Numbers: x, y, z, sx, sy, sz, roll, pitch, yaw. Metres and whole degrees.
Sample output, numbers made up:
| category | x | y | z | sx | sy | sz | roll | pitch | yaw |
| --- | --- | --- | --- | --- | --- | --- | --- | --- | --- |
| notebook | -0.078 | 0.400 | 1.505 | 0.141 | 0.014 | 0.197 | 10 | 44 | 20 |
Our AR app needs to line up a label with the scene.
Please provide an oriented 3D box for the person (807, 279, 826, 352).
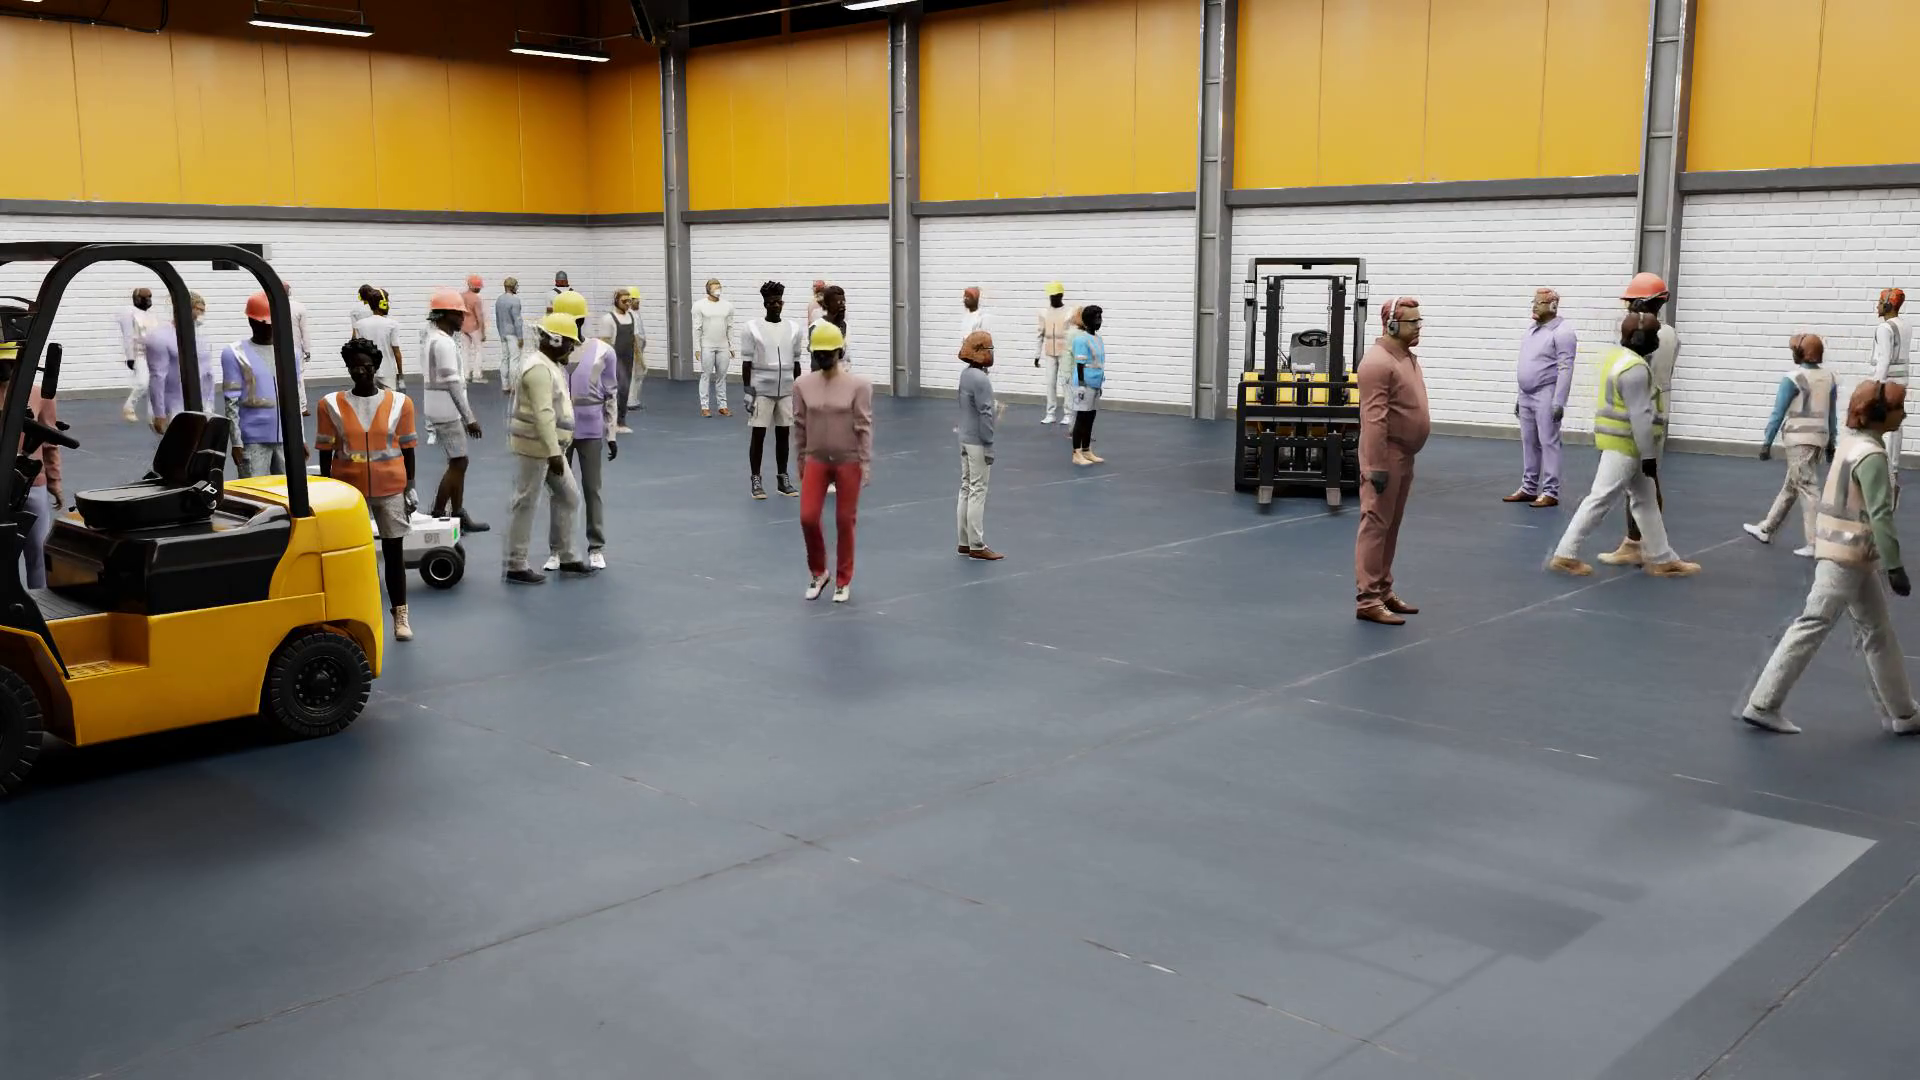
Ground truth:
| category | x | y | z | sx | sy | sz | roll | pitch | yaw |
| --- | --- | --- | --- | --- | --- | --- | --- | --- | --- |
| person | -2.198 | -3.135 | 26.154 | 0.401 | 1.904 | 0.646 | 6 | 11 | 32 |

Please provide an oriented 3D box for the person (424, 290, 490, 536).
| category | x | y | z | sx | sy | sz | roll | pitch | yaw |
| --- | --- | --- | --- | --- | --- | --- | --- | --- | --- |
| person | -3.932 | -0.970 | 12.914 | 0.496 | 1.903 | 0.572 | -4 | 10 | -23 |

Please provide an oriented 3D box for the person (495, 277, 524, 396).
| category | x | y | z | sx | sy | sz | roll | pitch | yaw |
| --- | --- | --- | --- | --- | --- | --- | --- | --- | --- |
| person | -7.343 | -3.327 | 27.228 | 0.638 | 1.936 | 0.356 | 9 | 13 | 43 |

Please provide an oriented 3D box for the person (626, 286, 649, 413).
| category | x | y | z | sx | sy | sz | roll | pitch | yaw |
| --- | --- | --- | --- | --- | --- | --- | --- | --- | --- |
| person | -4.742 | -2.756 | 24.057 | 0.404 | 1.828 | 0.605 | 2 | 10 | 14 |

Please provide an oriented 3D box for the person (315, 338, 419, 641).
| category | x | y | z | sx | sy | sz | roll | pitch | yaw |
| --- | --- | --- | --- | --- | --- | --- | --- | --- | --- |
| person | -3.269 | -0.267 | 9.205 | 0.541 | 1.696 | 0.316 | -3 | 10 | -20 |

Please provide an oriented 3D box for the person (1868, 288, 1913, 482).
| category | x | y | z | sx | sy | sz | roll | pitch | yaw |
| --- | --- | --- | --- | --- | --- | --- | --- | --- | --- |
| person | 8.946 | -1.478 | 16.059 | 0.576 | 1.882 | 0.362 | -8 | 12 | -39 |

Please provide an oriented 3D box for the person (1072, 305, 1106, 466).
| category | x | y | z | sx | sy | sz | roll | pitch | yaw |
| --- | --- | --- | --- | --- | --- | --- | --- | --- | --- |
| person | 1.365 | -1.631 | 17.563 | 0.317 | 1.696 | 0.540 | 5 | 10 | 27 |

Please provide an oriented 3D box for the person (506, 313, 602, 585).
| category | x | y | z | sx | sy | sz | roll | pitch | yaw |
| --- | --- | --- | --- | --- | --- | --- | --- | --- | --- |
| person | -2.680 | -0.595 | 10.932 | 0.685 | 1.786 | 0.695 | 0 | 9 | -1 |

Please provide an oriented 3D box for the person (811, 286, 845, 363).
| category | x | y | z | sx | sy | sz | roll | pitch | yaw |
| --- | --- | --- | --- | --- | --- | --- | --- | --- | --- |
| person | -1.800 | -2.440 | 22.130 | 0.608 | 1.852 | 0.432 | 2 | 10 | 14 |

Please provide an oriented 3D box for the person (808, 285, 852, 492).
| category | x | y | z | sx | sy | sz | roll | pitch | yaw |
| --- | --- | --- | --- | --- | --- | --- | --- | --- | --- |
| person | -1.204 | -1.412 | 15.547 | 0.374 | 1.917 | 0.596 | 5 | 10 | 27 |

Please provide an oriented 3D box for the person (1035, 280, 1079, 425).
| category | x | y | z | sx | sy | sz | roll | pitch | yaw |
| --- | --- | --- | --- | --- | --- | --- | --- | --- | --- |
| person | 1.308 | -2.505 | 22.239 | 0.605 | 1.919 | 0.393 | 5 | 11 | 29 |

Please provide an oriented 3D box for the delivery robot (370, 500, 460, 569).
| category | x | y | z | sx | sy | sz | roll | pitch | yaw |
| --- | --- | --- | --- | --- | --- | --- | --- | --- | --- |
| delivery robot | -3.637 | -0.017 | 10.873 | 0.707 | 0.478 | 0.477 | -3 | 10 | -16 |

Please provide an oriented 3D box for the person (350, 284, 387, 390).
| category | x | y | z | sx | sy | sz | roll | pitch | yaw |
| --- | --- | --- | --- | --- | --- | --- | --- | --- | --- |
| person | -8.054 | -2.556 | 22.732 | 0.520 | 1.865 | 0.332 | -5 | 10 | -28 |

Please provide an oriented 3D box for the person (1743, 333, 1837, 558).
| category | x | y | z | sx | sy | sz | roll | pitch | yaw |
| --- | --- | --- | --- | --- | --- | --- | --- | --- | --- |
| person | 6.036 | -0.697 | 12.099 | 0.545 | 1.595 | 0.822 | -5 | 10 | -27 |

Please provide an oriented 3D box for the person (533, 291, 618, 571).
| category | x | y | z | sx | sy | sz | roll | pitch | yaw |
| --- | --- | --- | --- | --- | --- | --- | --- | --- | --- |
| person | -2.646 | -0.743 | 11.437 | 0.585 | 1.920 | 0.382 | -1 | 9 | -4 |

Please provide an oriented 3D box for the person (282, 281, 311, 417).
| category | x | y | z | sx | sy | sz | roll | pitch | yaw |
| --- | --- | --- | --- | --- | --- | --- | --- | --- | --- |
| person | -9.426 | -2.666 | 23.275 | 0.655 | 1.904 | 0.407 | -2 | 10 | -13 |

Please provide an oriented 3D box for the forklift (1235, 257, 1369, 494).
| category | x | y | z | sx | sy | sz | roll | pitch | yaw |
| --- | --- | --- | --- | --- | --- | --- | --- | --- | --- |
| forklift | 3.309 | -1.629 | 16.029 | 1.214 | 2.155 | 2.313 | 2 | 9 | 11 |

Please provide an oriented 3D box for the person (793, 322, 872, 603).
| category | x | y | z | sx | sy | sz | roll | pitch | yaw |
| --- | --- | --- | --- | --- | --- | --- | --- | --- | --- |
| person | -0.785 | -0.471 | 10.296 | 0.521 | 1.746 | 0.405 | 1 | 9 | 7 |

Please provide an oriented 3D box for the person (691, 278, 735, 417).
| category | x | y | z | sx | sy | sz | roll | pitch | yaw |
| --- | --- | --- | --- | --- | --- | --- | --- | --- | --- |
| person | -3.440 | -2.687 | 23.298 | 0.634 | 1.939 | 0.367 | -6 | 11 | -32 |

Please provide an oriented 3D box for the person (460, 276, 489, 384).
| category | x | y | z | sx | sy | sz | roll | pitch | yaw |
| --- | --- | --- | --- | --- | --- | --- | --- | --- | --- |
| person | -8.815 | -3.773 | 29.990 | 0.659 | 1.962 | 0.377 | 5 | 11 | 30 |

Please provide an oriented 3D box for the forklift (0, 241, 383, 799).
| category | x | y | z | sx | sy | sz | roll | pitch | yaw |
| --- | --- | --- | --- | --- | --- | --- | --- | --- | --- |
| forklift | -3.706 | -0.171 | 7.093 | 1.214 | 2.155 | 2.313 | 9 | 13 | 43 |

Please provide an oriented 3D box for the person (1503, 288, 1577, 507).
| category | x | y | z | sx | sy | sz | roll | pitch | yaw |
| --- | --- | --- | --- | --- | --- | --- | --- | --- | --- |
| person | 5.069 | -1.241 | 14.541 | 0.404 | 1.907 | 0.667 | -3 | 10 | -16 |

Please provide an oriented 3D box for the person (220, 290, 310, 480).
| category | x | y | z | sx | sy | sz | roll | pitch | yaw |
| --- | --- | --- | --- | --- | --- | --- | --- | --- | --- |
| person | -4.596 | -0.688 | 11.077 | 0.373 | 1.928 | 0.543 | 7 | 12 | 38 |

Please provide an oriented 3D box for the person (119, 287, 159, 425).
| category | x | y | z | sx | sy | sz | roll | pitch | yaw |
| --- | --- | --- | --- | --- | --- | --- | --- | --- | --- |
| person | -10.778 | -2.417 | 21.968 | 0.489 | 1.831 | 0.652 | 2 | 9 | 11 |

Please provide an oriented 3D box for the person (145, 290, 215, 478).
| category | x | y | z | sx | sy | sz | roll | pitch | yaw |
| --- | --- | --- | --- | --- | --- | --- | --- | --- | --- |
| person | -6.196 | -1.024 | 13.214 | 0.626 | 1.904 | 0.643 | 4 | 10 | 22 |

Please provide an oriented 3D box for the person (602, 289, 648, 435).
| category | x | y | z | sx | sy | sz | roll | pitch | yaw |
| --- | --- | --- | --- | --- | --- | --- | --- | --- | --- |
| person | -4.162 | -2.207 | 20.721 | 0.607 | 1.826 | 0.536 | 6 | 11 | 33 |

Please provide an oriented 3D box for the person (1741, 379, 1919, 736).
| category | x | y | z | sx | sy | sz | roll | pitch | yaw |
| --- | --- | --- | --- | --- | --- | --- | --- | --- | --- |
| person | 3.933 | 0.093 | 7.318 | 0.873 | 1.594 | 0.517 | 4 | 10 | 22 |

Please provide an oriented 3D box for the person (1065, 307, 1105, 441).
| category | x | y | z | sx | sy | sz | roll | pitch | yaw |
| --- | --- | --- | --- | --- | --- | --- | --- | --- | --- |
| person | 1.552 | -2.002 | 20.083 | 0.658 | 1.606 | 0.522 | 9 | 13 | 44 |

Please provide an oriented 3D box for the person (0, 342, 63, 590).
| category | x | y | z | sx | sy | sz | roll | pitch | yaw |
| --- | --- | --- | --- | --- | --- | --- | --- | --- | --- |
| person | -5.196 | -0.284 | 9.111 | 0.522 | 1.763 | 0.319 | -8 | 12 | -39 |

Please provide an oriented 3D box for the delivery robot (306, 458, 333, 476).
| category | x | y | z | sx | sy | sz | roll | pitch | yaw |
| --- | --- | --- | --- | --- | --- | --- | --- | --- | --- |
| delivery robot | -5.221 | -0.555 | 14.171 | 0.477 | 0.478 | 0.707 | 4 | 10 | 24 |

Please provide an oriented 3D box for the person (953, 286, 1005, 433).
| category | x | y | z | sx | sy | sz | roll | pitch | yaw |
| --- | --- | --- | --- | --- | --- | --- | --- | --- | --- |
| person | 0.243 | -2.282 | 21.057 | 0.685 | 1.865 | 0.574 | -5 | 10 | -27 |

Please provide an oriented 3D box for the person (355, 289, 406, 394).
| category | x | y | z | sx | sy | sz | roll | pitch | yaw |
| --- | --- | --- | --- | --- | --- | --- | --- | --- | --- |
| person | -6.054 | -1.686 | 17.397 | 0.521 | 1.864 | 0.335 | 1 | 9 | 9 |

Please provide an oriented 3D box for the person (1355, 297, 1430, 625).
| category | x | y | z | sx | sy | sz | roll | pitch | yaw |
| --- | --- | --- | --- | --- | --- | --- | --- | --- | --- |
| person | 2.560 | -0.471 | 9.810 | 0.401 | 1.910 | 0.641 | 6 | 11 | 30 |

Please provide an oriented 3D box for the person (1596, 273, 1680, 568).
| category | x | y | z | sx | sy | sz | roll | pitch | yaw |
| --- | --- | --- | --- | --- | --- | --- | --- | --- | --- |
| person | 4.736 | -0.818 | 11.577 | 0.611 | 2.051 | 0.438 | -8 | 12 | -41 |

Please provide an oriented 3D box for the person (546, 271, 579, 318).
| category | x | y | z | sx | sy | sz | roll | pitch | yaw |
| --- | --- | --- | --- | --- | --- | --- | --- | --- | --- |
| person | -7.617 | -4.133 | 31.854 | 0.682 | 2.000 | 0.537 | -6 | 11 | -31 |

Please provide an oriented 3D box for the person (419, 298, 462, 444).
| category | x | y | z | sx | sy | sz | roll | pitch | yaw |
| --- | --- | --- | --- | --- | --- | --- | --- | --- | --- |
| person | -6.143 | -2.006 | 19.719 | 0.484 | 1.744 | 0.296 | -4 | 10 | -25 |

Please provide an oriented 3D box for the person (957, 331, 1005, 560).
| category | x | y | z | sx | sy | sz | roll | pitch | yaw |
| --- | --- | --- | --- | --- | --- | --- | --- | --- | --- |
| person | 0.133 | -0.673 | 11.888 | 0.280 | 1.633 | 0.500 | -3 | 10 | -18 |

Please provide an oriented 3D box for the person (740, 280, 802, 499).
| category | x | y | z | sx | sy | sz | roll | pitch | yaw |
| --- | --- | --- | --- | --- | --- | --- | --- | --- | --- |
| person | -1.693 | -1.356 | 15.053 | 0.601 | 1.967 | 0.369 | -5 | 11 | -29 |

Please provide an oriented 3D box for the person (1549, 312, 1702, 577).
| category | x | y | z | sx | sy | sz | roll | pitch | yaw |
| --- | --- | --- | --- | --- | --- | --- | --- | --- | --- |
| person | 4.460 | -0.624 | 11.114 | 0.978 | 1.793 | 0.645 | 2 | 10 | 14 |
